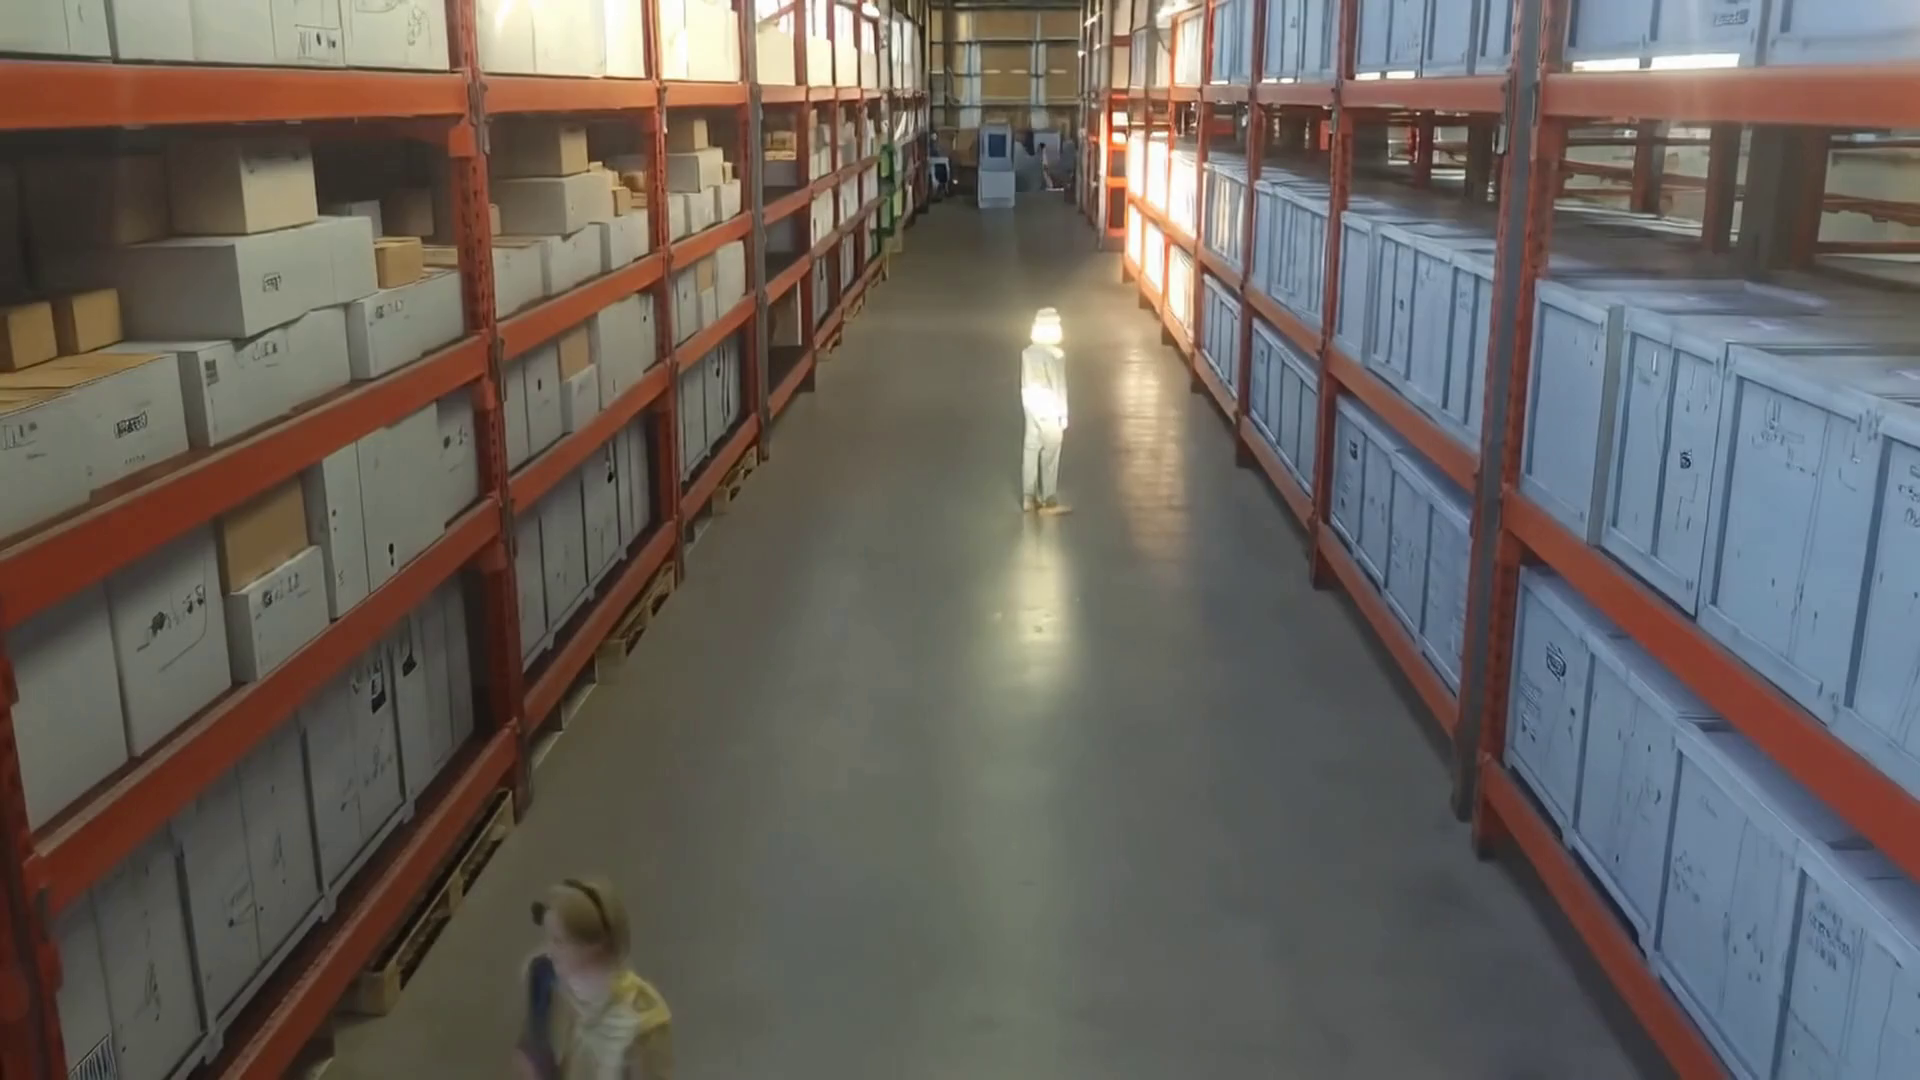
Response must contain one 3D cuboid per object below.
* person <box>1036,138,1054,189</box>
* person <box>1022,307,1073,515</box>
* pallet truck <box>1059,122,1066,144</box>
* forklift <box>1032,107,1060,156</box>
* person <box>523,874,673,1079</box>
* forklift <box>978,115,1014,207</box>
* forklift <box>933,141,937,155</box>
[{"bbox_3d":[3.040,-13.857,61.253,1.005,1.886,0.563,10,18,32],"label":"person"},{"bbox_3d":[0.725,-1.082,13.974,0.295,1.744,0.485,-13,20,-40],"label":"person"},{"bbox_3d":[5.788,-21.111,88.014,1.885,1.965,0.823,5,16,18],"label":"pallet truck"},{"bbox_3d":[3.952,-19.374,79.877,1.129,2.768,1.873,-7,17,-24],"label":"forklift"},{"bbox_3d":[-0.848,1.577,4.292,0.529,1.626,0.466,11,19,35],"label":"person"},{"bbox_3d":[1.136,-11.812,51.740,1.129,2.768,1.873,0,15,2],"label":"forklift"},{"bbox_3d":[-2.139,-20.337,83.460,1.873,2.768,1.129,2,15,8],"label":"forklift"}]
